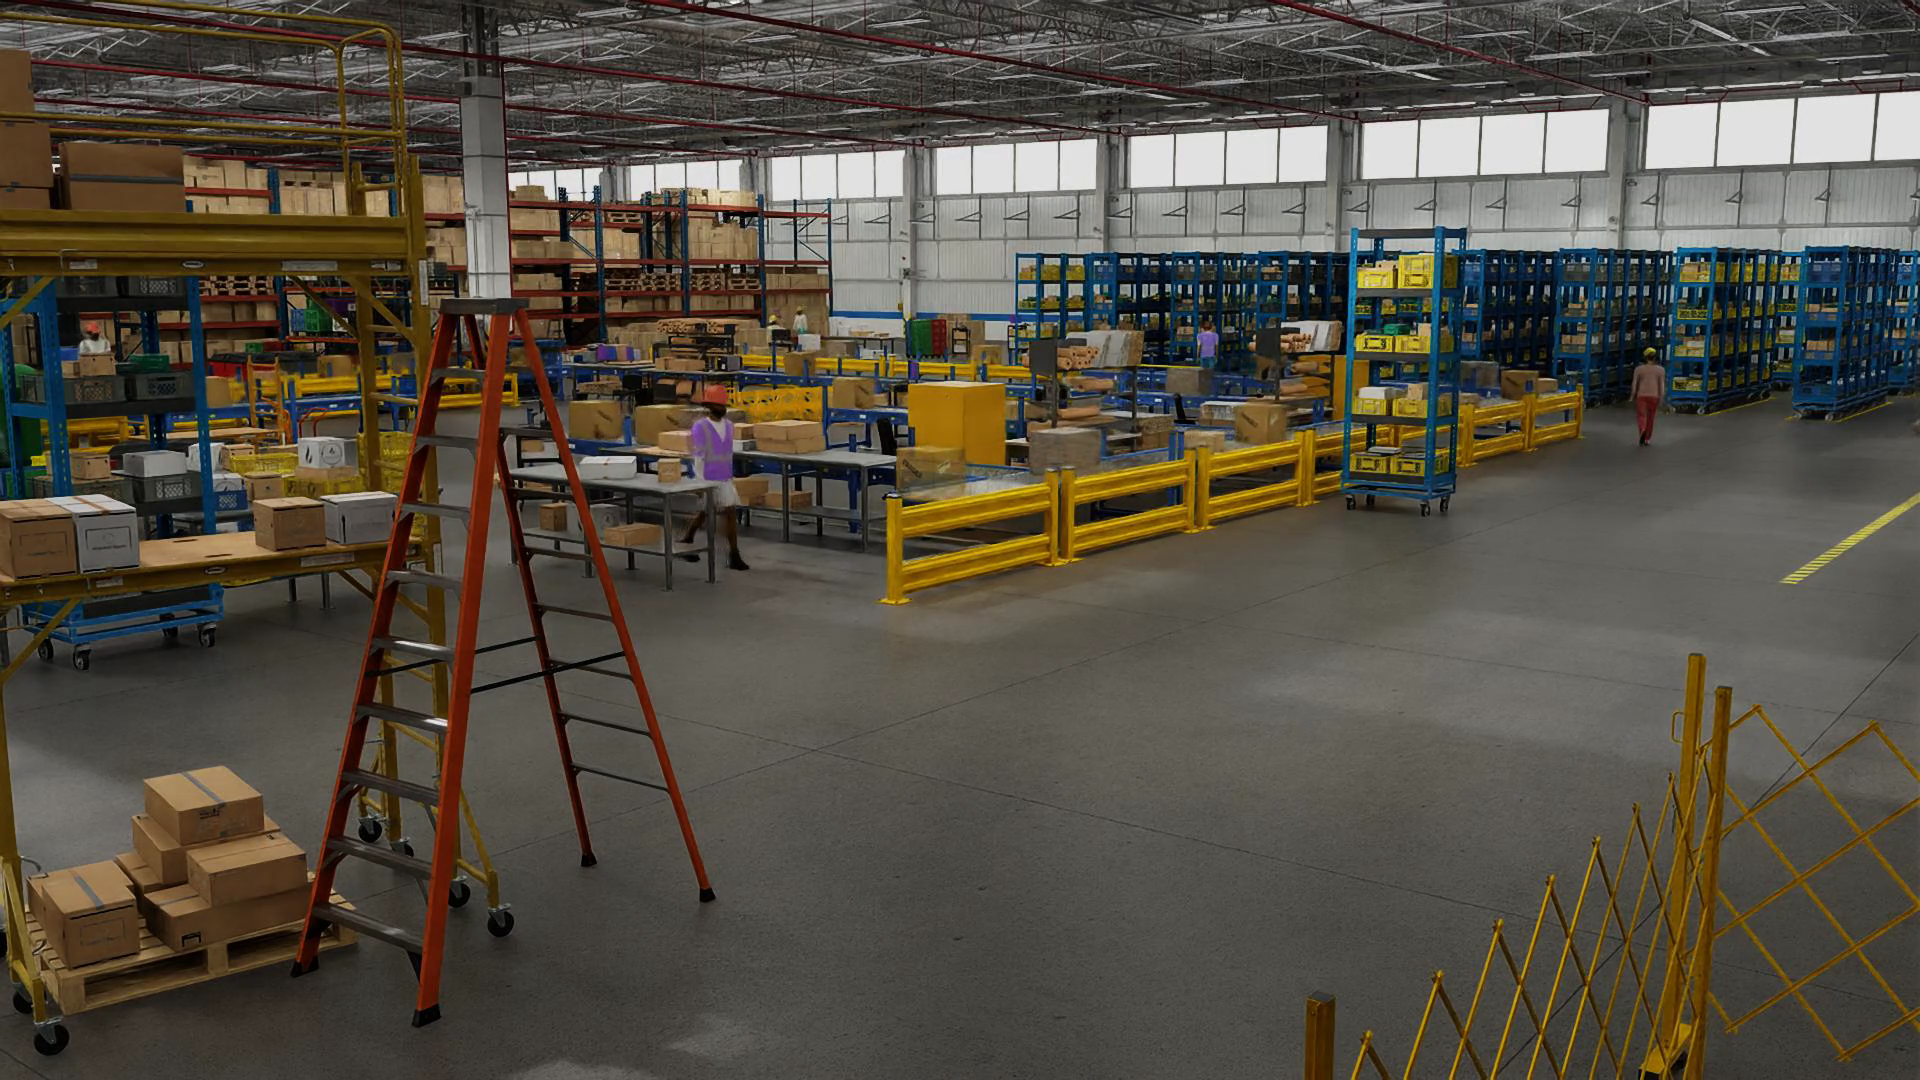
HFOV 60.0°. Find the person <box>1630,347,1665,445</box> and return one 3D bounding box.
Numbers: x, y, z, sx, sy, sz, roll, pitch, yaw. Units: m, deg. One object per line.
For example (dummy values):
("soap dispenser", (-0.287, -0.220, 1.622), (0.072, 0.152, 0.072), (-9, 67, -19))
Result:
("person", (12.101, -2.514, 29.247), (0.548, 1.737, 0.601), (2, 9, 14))

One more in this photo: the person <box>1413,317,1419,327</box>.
("person", (12.942, -5.573, 47.422), (0.391, 2.040, 0.615), (1, 9, 8))

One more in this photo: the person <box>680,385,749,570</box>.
("person", (-2.569, -0.661, 17.203), (0.940, 1.908, 0.551), (9, 12, 43))

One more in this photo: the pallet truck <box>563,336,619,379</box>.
("pallet truck", (-10.690, -5.294, 48.215), (1.601, 1.201, 0.680), (-5, 10, -26))

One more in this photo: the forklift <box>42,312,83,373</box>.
("forklift", (-23.779, -5.451, 44.052), (1.873, 2.768, 1.129), (7, 11, 36))

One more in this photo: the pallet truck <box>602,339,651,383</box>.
("pallet truck", (-8.991, -4.871, 45.351), (0.653, 1.274, 1.630), (7, 11, 37))

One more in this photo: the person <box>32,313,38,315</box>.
("person", (-30.550, -6.712, 55.264), (0.638, 1.819, 0.801), (7, 12, 38))

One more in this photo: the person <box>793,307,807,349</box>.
("person", (-6.318, -8.266, 65.208), (0.554, 1.716, 0.895), (6, 11, 34))

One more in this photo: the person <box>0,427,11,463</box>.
("person", (-12.002, -1.064, 20.618), (0.501, 1.613, 0.632), (5, 10, 27))

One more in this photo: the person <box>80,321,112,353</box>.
("person", (-18.247, -3.609, 35.199), (0.469, 2.029, 0.648), (9, 13, 43))

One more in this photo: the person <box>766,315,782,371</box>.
("person", (-5.491, -5.702, 48.918), (0.624, 1.817, 0.458), (-8, 12, -42))

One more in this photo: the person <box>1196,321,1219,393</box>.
("person", (6.232, -4.588, 41.881), (0.570, 1.845, 0.381), (-2, 9, -10))

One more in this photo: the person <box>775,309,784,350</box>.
("person", (-5.963, -6.709, 55.099), (0.396, 1.868, 0.838), (3, 10, 17))

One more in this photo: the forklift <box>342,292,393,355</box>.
("forklift", (-16.485, -5.622, 45.120), (1.129, 2.768, 1.873), (7, 11, 37))
